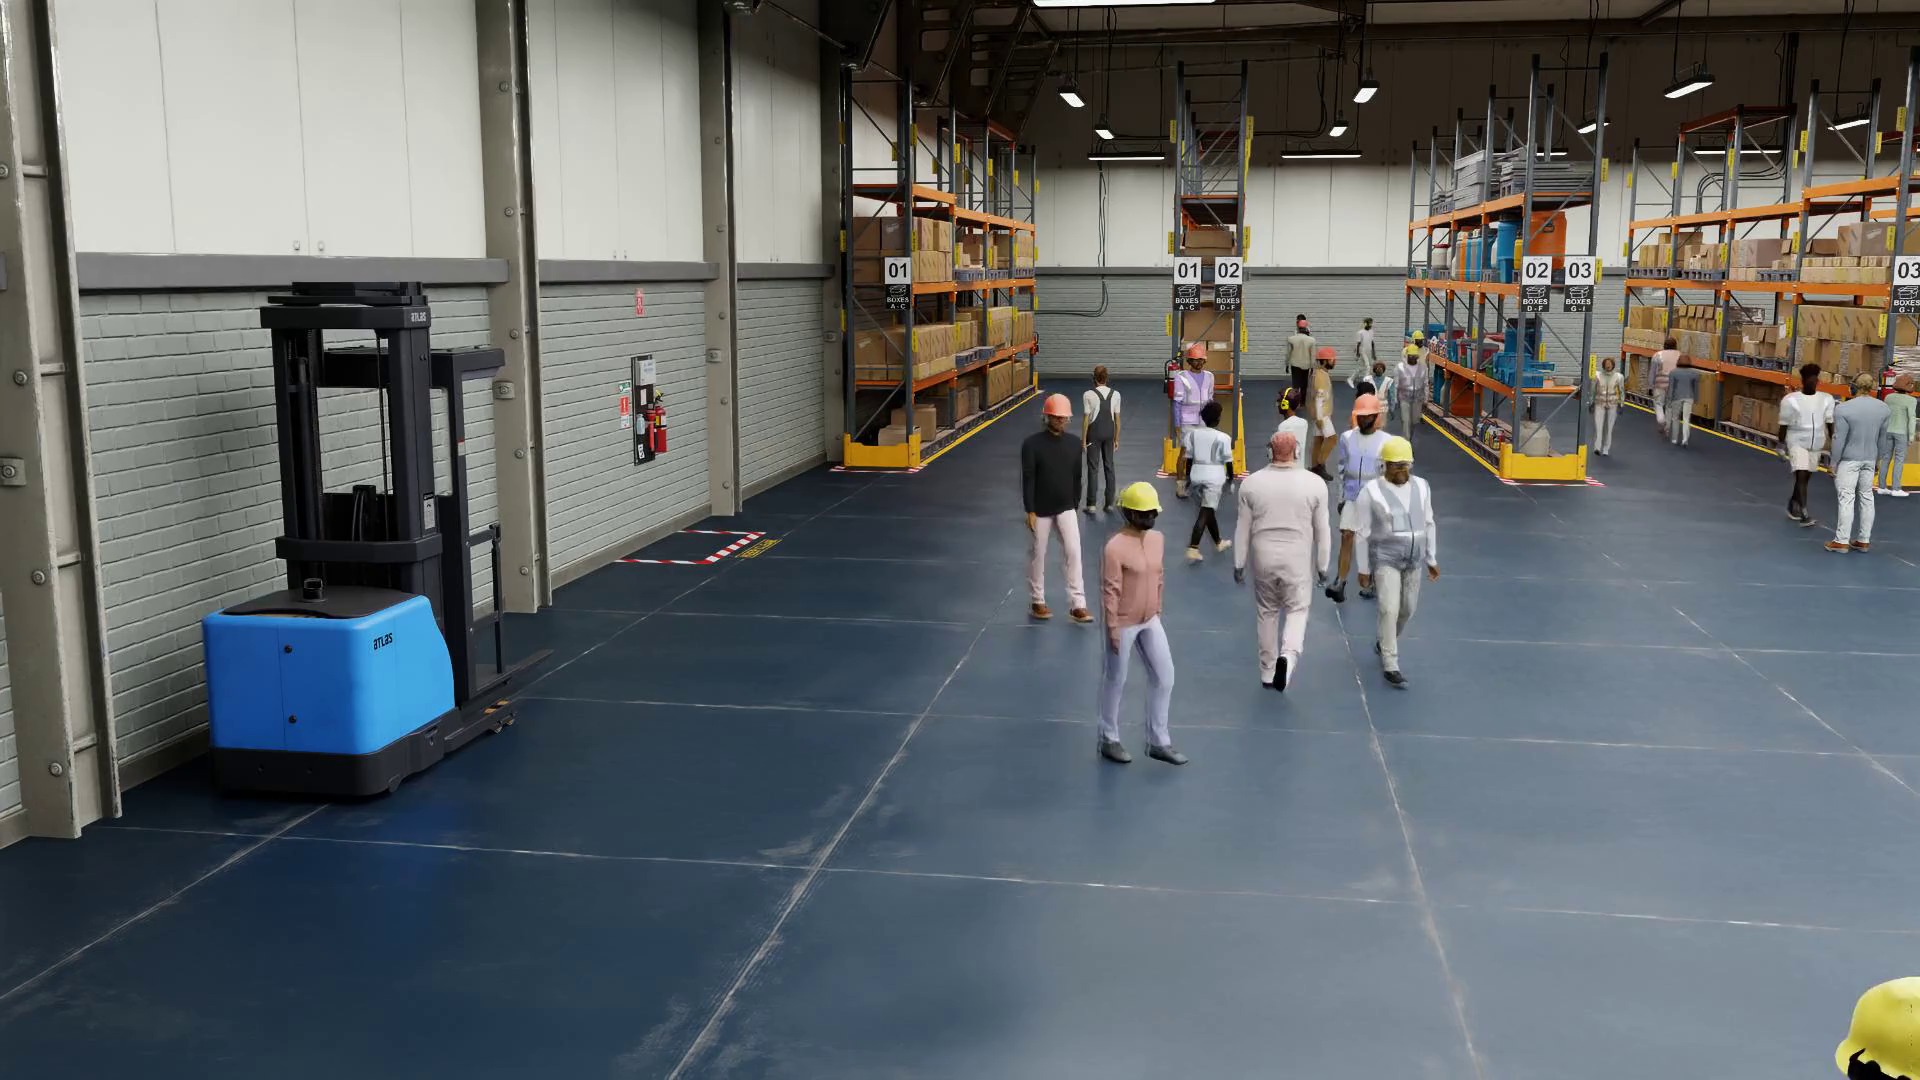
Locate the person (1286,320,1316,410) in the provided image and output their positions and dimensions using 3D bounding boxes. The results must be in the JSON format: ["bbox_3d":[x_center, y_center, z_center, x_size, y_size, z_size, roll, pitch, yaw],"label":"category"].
[{"bbox_3d":[7.375,-3.791,36.051,0.623,1.952,1.005,2,9,10],"label":"person"}]

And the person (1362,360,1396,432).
[{"bbox_3d":[6.492,-1.978,25.856,0.536,1.614,0.674,2,9,9],"label":"person"}]

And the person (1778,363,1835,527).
[{"bbox_3d":[10.101,-1.151,19.857,0.626,1.923,0.996,0,9,2],"label":"person"}]

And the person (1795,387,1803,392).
[{"bbox_3d":[17.520,-3.554,34.781,0.579,1.882,0.340,-2,9,-12],"label":"person"}]

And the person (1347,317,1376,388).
[{"bbox_3d":[10.262,-4.747,42.305,0.529,1.836,0.879,-8,12,-39],"label":"person"}]

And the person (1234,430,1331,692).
[{"bbox_3d":[2.291,0.163,11.885,0.689,1.878,0.664,3,10,17],"label":"person"}]

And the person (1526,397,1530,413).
[{"bbox_3d":[12.064,-3.710,35.416,0.617,1.983,0.403,2,9,11],"label":"person"}]

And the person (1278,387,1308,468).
[{"bbox_3d":[3.234,-0.580,16.462,0.328,1.873,0.518,7,11,36],"label":"person"}]

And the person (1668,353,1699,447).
[{"bbox_3d":[12.460,-2.418,28.656,0.506,1.597,0.850,3,10,16],"label":"person"}]

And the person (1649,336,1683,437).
[{"bbox_3d":[12.786,-2.762,30.052,0.640,1.826,0.572,2,9,13],"label":"person"}]

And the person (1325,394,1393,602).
[{"bbox_3d":[3.640,-0.368,15.073,0.573,1.890,0.981,6,11,32],"label":"person"}]

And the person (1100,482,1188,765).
[{"bbox_3d":[1.115,0.520,10.065,0.559,1.740,0.699,-8,12,-39],"label":"person"}]

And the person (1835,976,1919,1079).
[{"bbox_3d":[1.767,1.647,3.135,0.616,1.764,0.538,-3,10,-19],"label":"person"}]

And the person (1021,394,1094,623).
[{"bbox_3d":[0.832,-0.253,14.168,0.618,1.956,0.926,-3,10,-19],"label":"person"}]

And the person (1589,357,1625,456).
[{"bbox_3d":[10.473,-2.148,26.935,0.541,1.595,0.822,3,10,20],"label":"person"}]

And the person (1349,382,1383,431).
[{"bbox_3d":[4.805,-1.035,19.809,0.541,1.695,0.315,-8,12,-41],"label":"person"}]

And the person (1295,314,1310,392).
[{"bbox_3d":[8.564,-4.692,41.749,0.397,1.928,0.613,-3,10,-16],"label":"person"}]

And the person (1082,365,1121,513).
[{"bbox_3d":[1.756,-1.259,20.760,0.504,1.840,0.328,-3,10,-20],"label":"person"}]

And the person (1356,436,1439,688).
[{"bbox_3d":[3.213,0.133,12.296,0.603,1.834,0.675,-3,10,-18],"label":"person"}]

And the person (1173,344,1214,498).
[{"bbox_3d":[3.130,-1.583,22.120,0.615,2.041,0.392,-4,10,-24],"label":"person"}]

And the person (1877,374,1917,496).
[{"bbox_3d":[12.580,-1.404,22.300,0.271,1.629,0.502,-3,10,-19],"label":"person"}]

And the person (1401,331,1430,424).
[{"bbox_3d":[8.994,-3.212,32.817,0.602,1.830,0.404,-1,9,-8],"label":"person"}]

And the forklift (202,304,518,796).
[{"bbox_3d":[-3.673,-0.038,10.147,1.129,2.768,1.873,1,9,9],"label":"forklift"}]

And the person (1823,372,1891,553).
[{"bbox_3d":[9.593,-0.833,17.817,0.631,1.940,0.372,-2,9,-10],"label":"person"}]

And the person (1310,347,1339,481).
[{"bbox_3d":[5.246,-1.790,23.757,0.496,1.924,0.569,2,9,14],"label":"person"}]

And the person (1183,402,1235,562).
[{"bbox_3d":[2.620,-0.615,17.333,0.894,1.644,0.546,-9,13,-44],"label":"person"}]

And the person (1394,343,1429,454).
[{"bbox_3d":[7.478,-2.365,27.654,0.598,1.814,0.673,0,9,-1],"label":"person"}]
